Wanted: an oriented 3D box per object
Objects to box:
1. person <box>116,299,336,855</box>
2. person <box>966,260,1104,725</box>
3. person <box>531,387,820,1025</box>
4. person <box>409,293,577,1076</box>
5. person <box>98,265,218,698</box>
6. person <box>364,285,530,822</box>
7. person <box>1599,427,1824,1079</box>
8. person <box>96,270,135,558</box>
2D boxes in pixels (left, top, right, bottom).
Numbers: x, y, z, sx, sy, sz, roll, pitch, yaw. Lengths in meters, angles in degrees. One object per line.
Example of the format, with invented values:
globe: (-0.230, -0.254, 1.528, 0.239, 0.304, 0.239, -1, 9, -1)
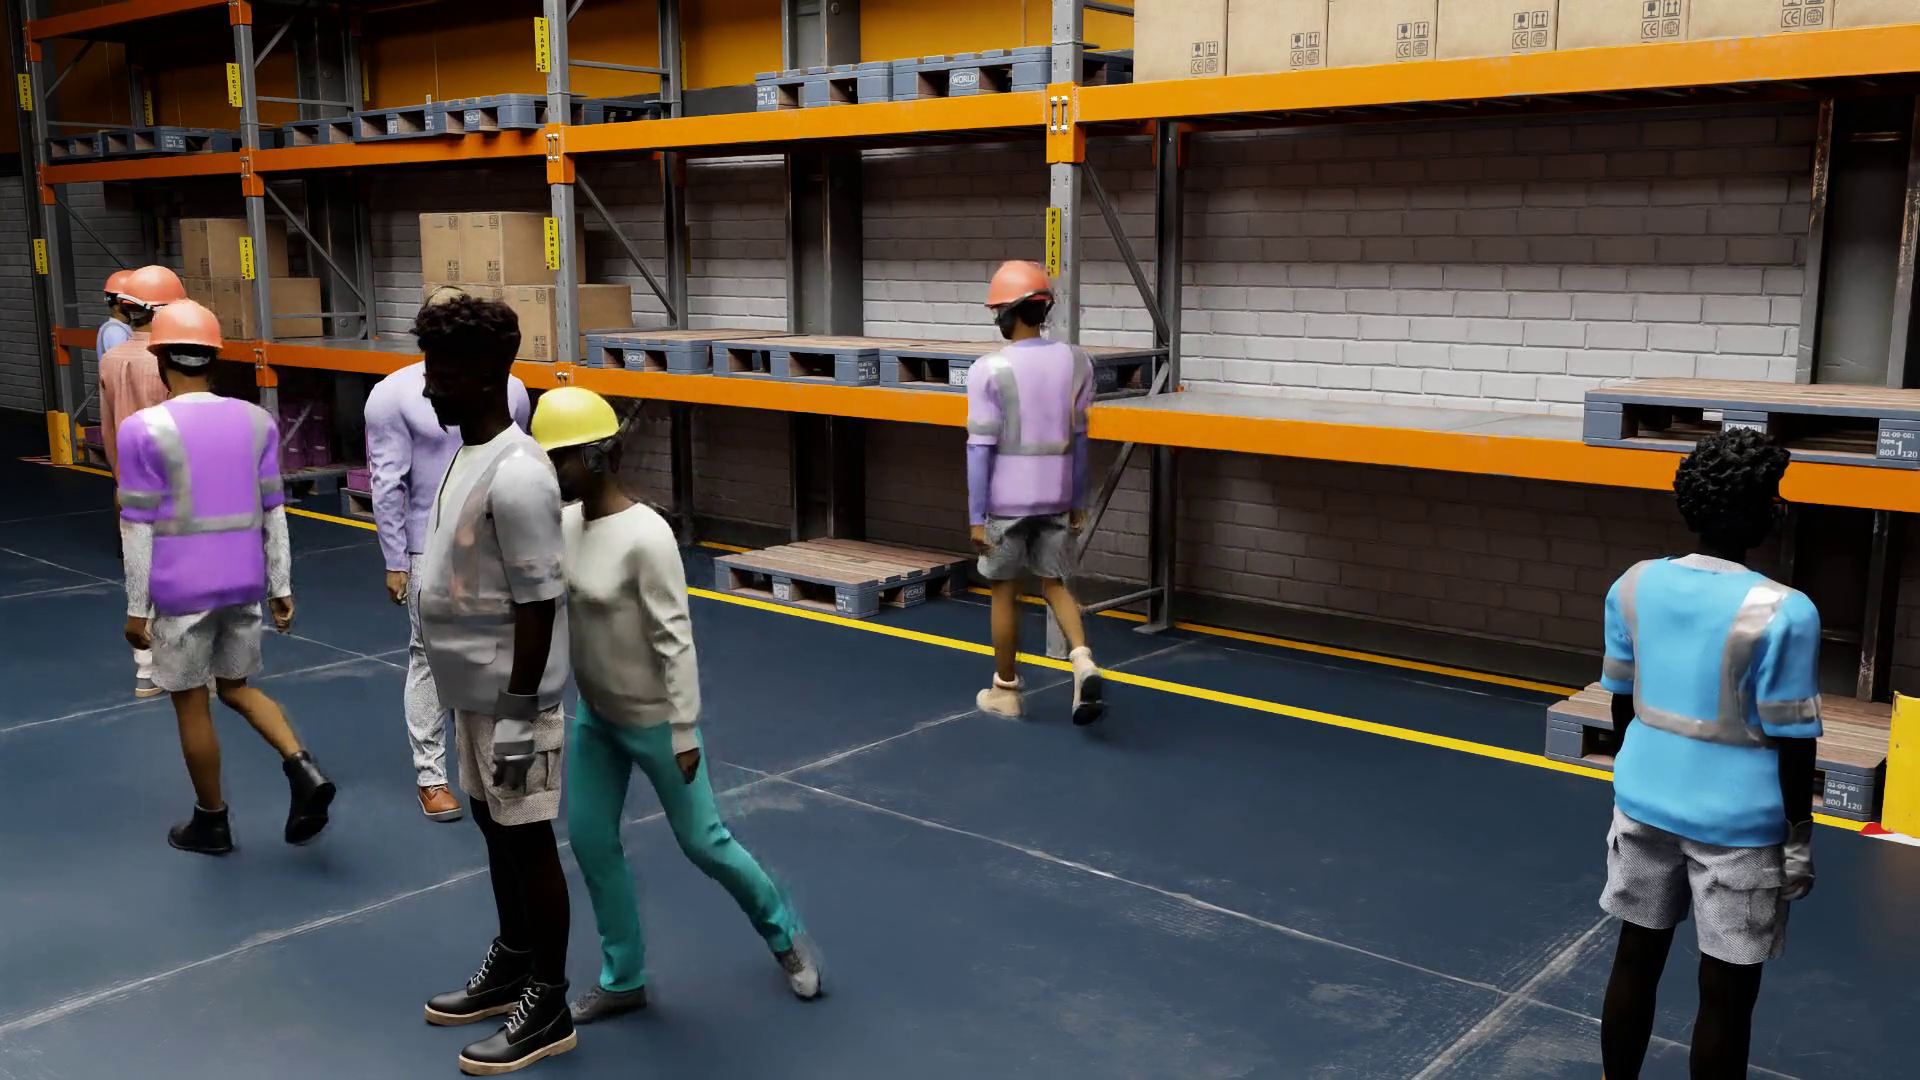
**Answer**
person: (-2.468, 0.159, 5.568, 0.611, 1.912, 0.541, 6, 12, 30)
person: (0.315, -0.174, 7.106, 0.628, 2.027, 0.736, -5, 11, -27)
person: (-0.790, 0.443, 4.454, 0.573, 1.731, 0.688, 9, 13, 42)
person: (-1.188, 0.360, 4.244, 0.367, 1.965, 0.604, -6, 12, -30)
person: (-3.635, -0.249, 7.626, 0.622, 1.994, 0.381, 5, 11, 25)
person: (-1.836, 0.043, 6.125, 0.372, 1.940, 0.630, 10, 14, 44)
person: (1.631, 0.602, 3.636, 0.318, 1.697, 0.533, -5, 11, -26)
person: (-5.483, -0.811, 11.019, 0.371, 1.928, 0.543, -6, 12, -31)
